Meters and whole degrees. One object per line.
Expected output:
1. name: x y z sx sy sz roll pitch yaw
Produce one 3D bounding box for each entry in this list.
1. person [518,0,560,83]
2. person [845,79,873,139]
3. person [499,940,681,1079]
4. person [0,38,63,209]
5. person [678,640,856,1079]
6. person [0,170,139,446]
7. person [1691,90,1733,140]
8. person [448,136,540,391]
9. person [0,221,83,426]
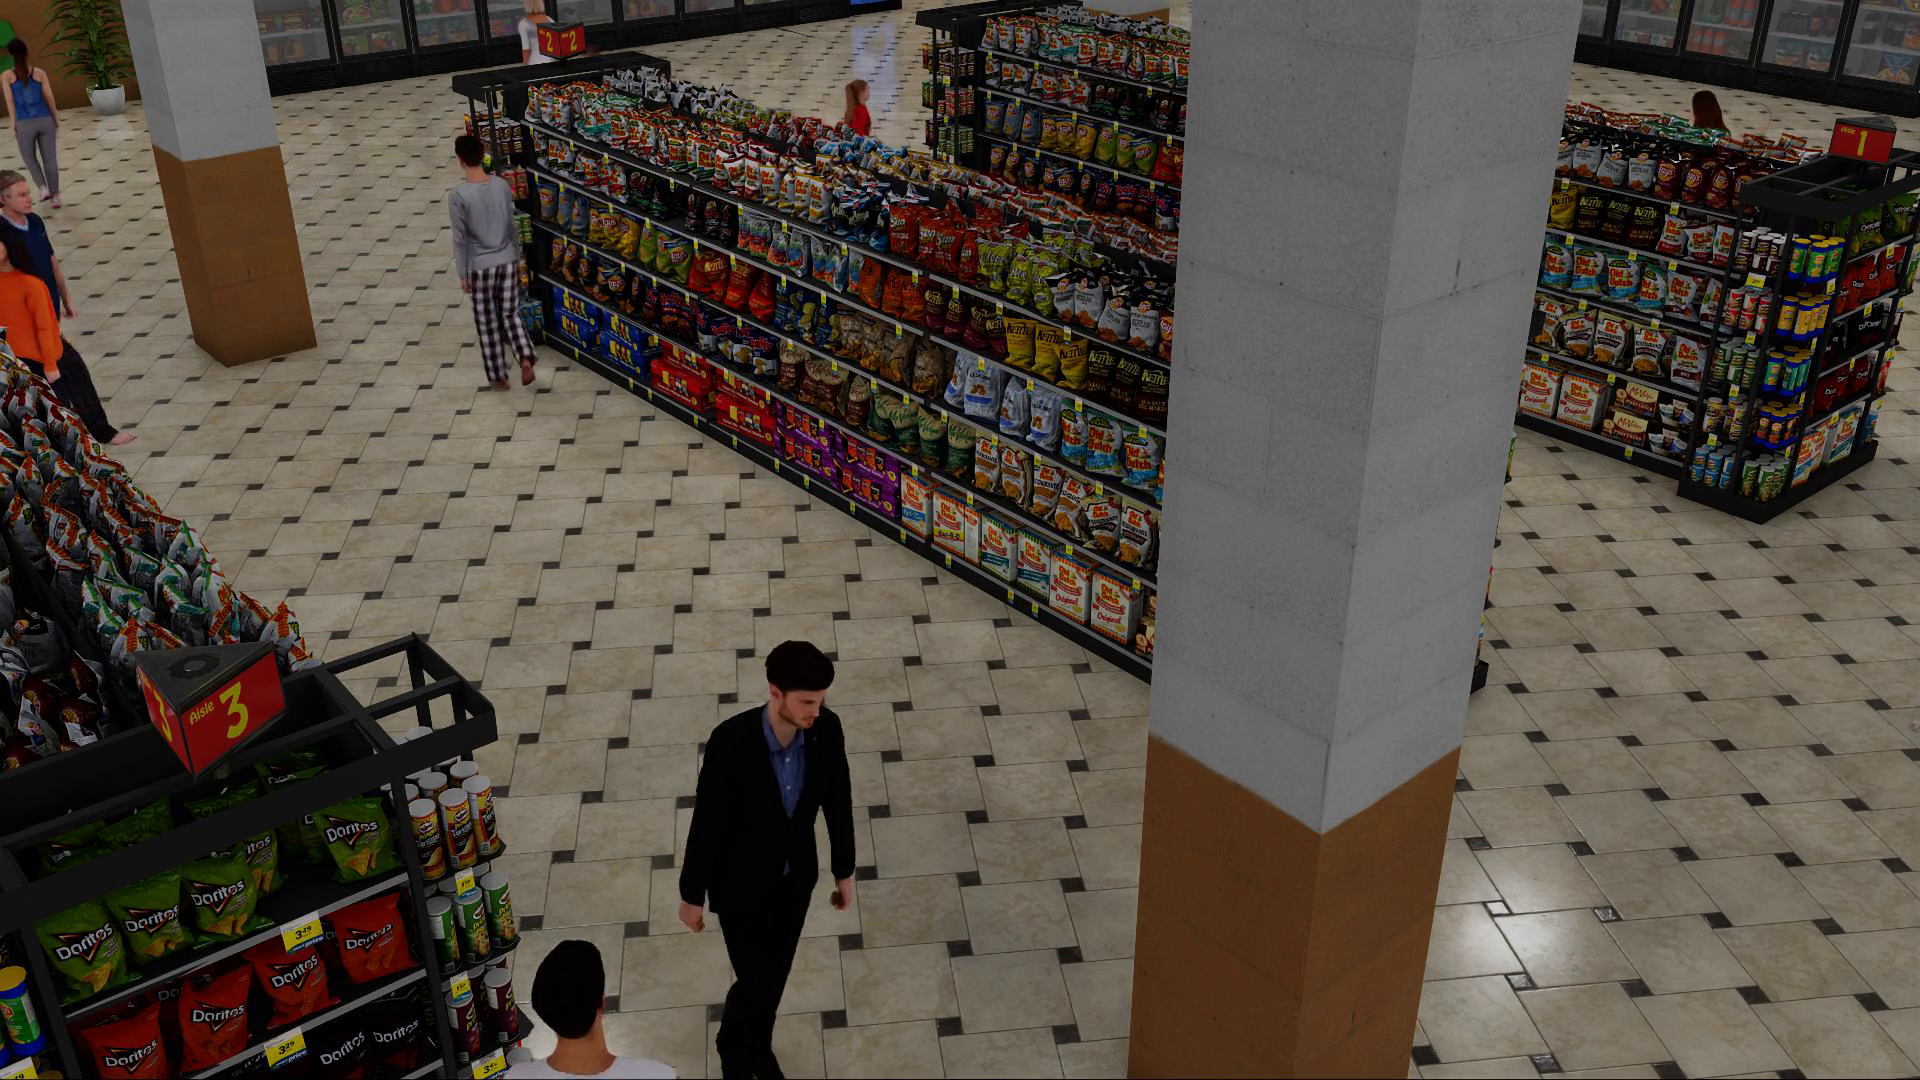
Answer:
1. person: -4.527 -5.084 18.032 0.562 1.750 0.498 -20 33 -34
2. person: -1.040 -3.748 15.940 0.713 1.259 0.851 -8 28 -15
3. person: -0.926 1.882 4.303 1.117 1.742 1.141 3 27 7
4. person: -8.926 -3.992 16.046 0.603 1.598 0.613 -17 31 -30
5. person: -0.698 1.107 5.710 0.795 1.853 0.702 -14 30 -26
6. person: -6.084 -1.452 10.797 1.246 1.816 1.236 1 27 2
7. person: 5.976 -2.728 13.450 0.831 1.692 0.875 9 28 17
8. person: -3.242 -1.890 11.641 0.637 1.833 0.766 -20 33 -34
9. person: -5.660 -1.103 10.183 0.625 1.748 0.754 13 30 23
